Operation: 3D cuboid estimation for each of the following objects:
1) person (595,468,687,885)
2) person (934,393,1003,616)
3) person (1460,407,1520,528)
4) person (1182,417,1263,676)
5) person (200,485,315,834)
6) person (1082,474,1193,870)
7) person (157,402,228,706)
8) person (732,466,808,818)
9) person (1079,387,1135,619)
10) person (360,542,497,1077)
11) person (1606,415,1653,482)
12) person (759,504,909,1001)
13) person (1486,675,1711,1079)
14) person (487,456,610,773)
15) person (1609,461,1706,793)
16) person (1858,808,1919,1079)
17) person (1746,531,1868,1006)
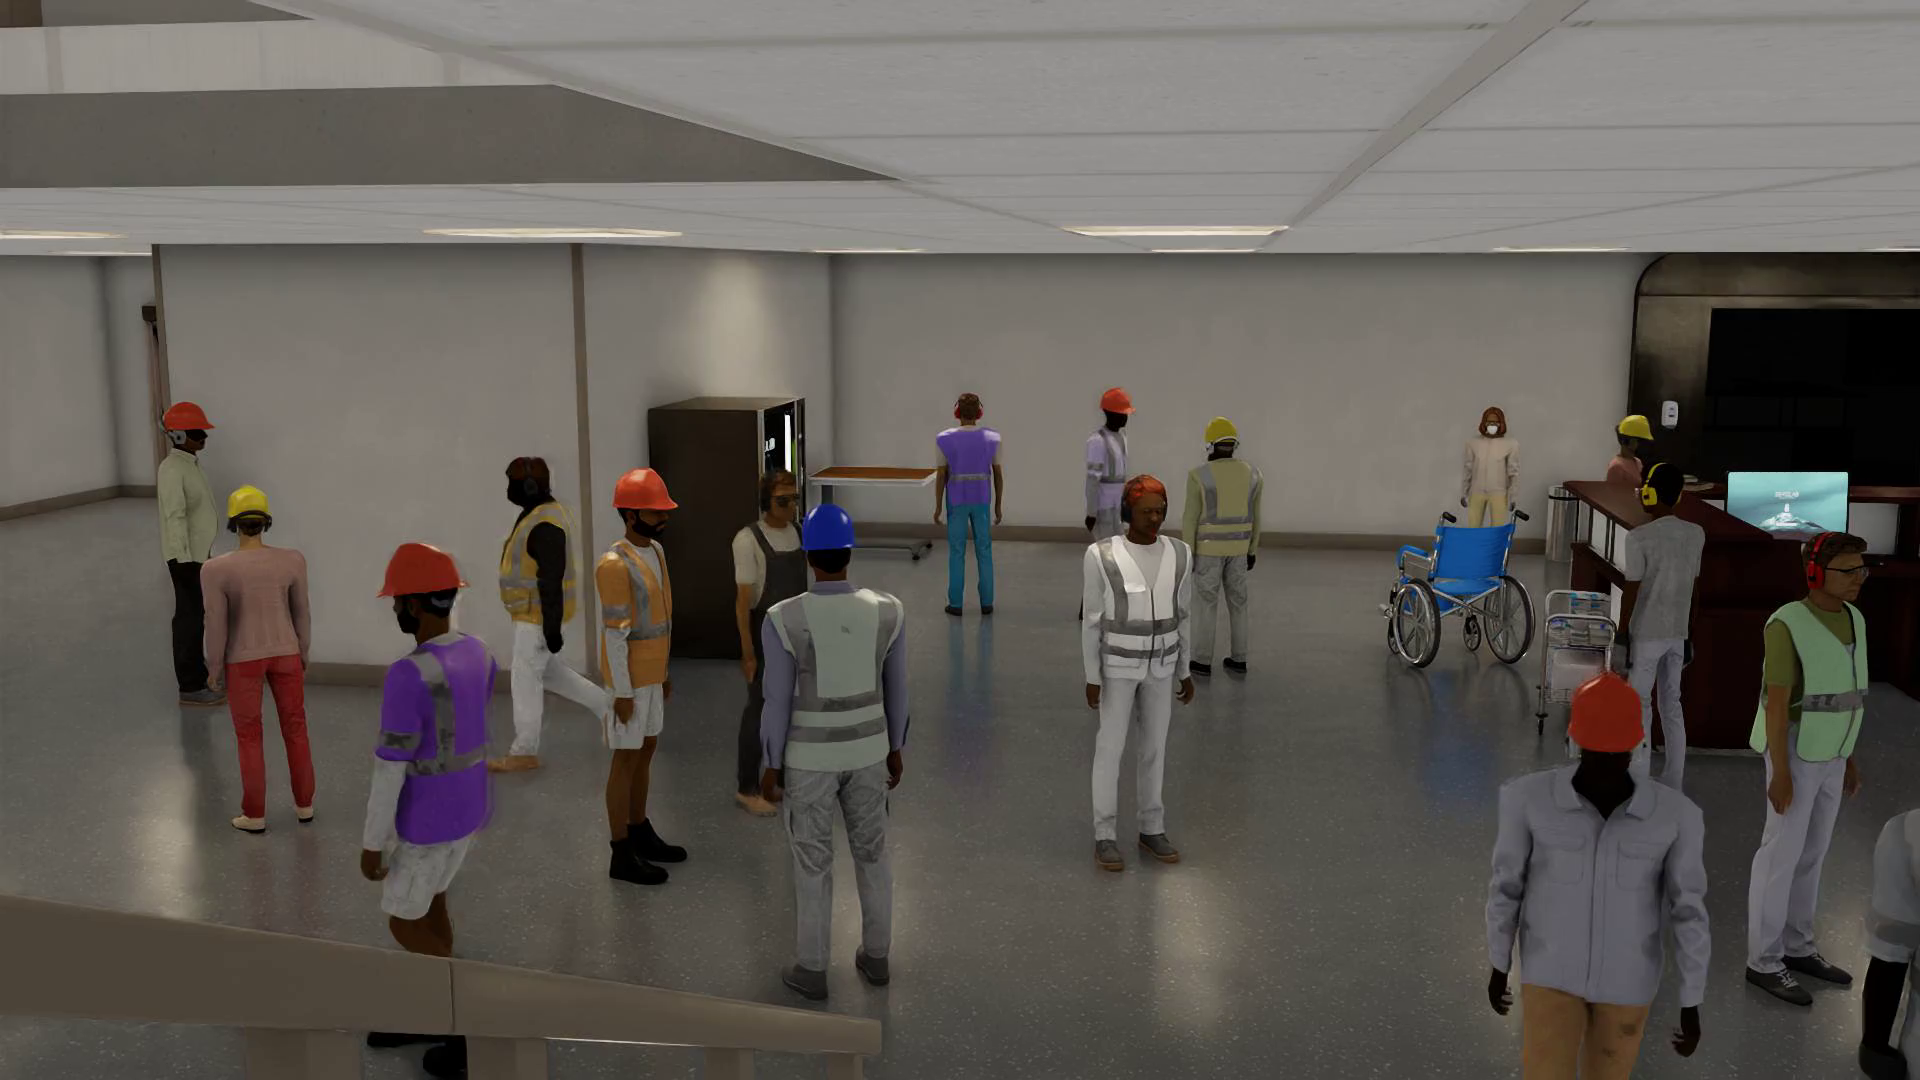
[{"bbox_3d":[-1.485,0.623,7.811,0.377,1.938,0.547,2,9,11],"label":"person"},{"bbox_3d":[0.073,-0.288,13.720,0.573,1.843,0.374,-2,9,-11],"label":"person"},{"bbox_3d":[4.807,-0.400,15.104,0.504,1.627,0.285,5,10,28],"label":"person"},{"bbox_3d":[1.832,0.049,11.719,0.597,1.824,0.403,-3,10,-19],"label":"person"},{"bbox_3d":[-3.565,0.604,8.460,0.526,1.769,0.328,-7,12,-38],"label":"person"},{"bbox_3d":[0.855,0.629,7.960,0.573,1.879,0.356,-3,10,-21],"label":"person"},{"bbox_3d":[-5.042,0.089,10.935,0.382,1.995,0.612,-2,9,-13],"label":"person"},{"bbox_3d":[-0.961,0.528,8.712,0.356,1.844,0.519,7,12,38],"label":"person"},{"bbox_3d":[1.244,-0.303,13.622,0.432,1.917,0.605,5,10,26],"label":"person"},{"bbox_3d":[-1.909,0.962,5.864,0.537,1.920,0.572,2,9,9],"label":"person"},{"bbox_3d":[5.059,-0.072,12.645,0.313,1.767,0.523,7,12,39],"label":"person"},{"bbox_3d":[-0.496,0.827,6.534,0.617,1.943,0.395,-5,10,-26],"label":"person"},{"bbox_3d":[1.773,1.240,4.632,0.588,1.726,0.714,2,10,15],"label":"person"},{"bbox_3d":[-2.324,0.412,9.516,0.751,1.815,0.619,-3,10,-16],"label":"person"},{"bbox_3d":[3.631,0.521,8.697,0.508,1.862,0.326,-4,10,-21],"label":"person"},{"bbox_3d":[2.412,1.260,3.858,0.613,1.951,0.389,6,11,31],"label":"person"},{"bbox_3d":[3.347,0.871,6.569,0.563,1.847,0.389,-7,11,-35],"label":"person"}]
